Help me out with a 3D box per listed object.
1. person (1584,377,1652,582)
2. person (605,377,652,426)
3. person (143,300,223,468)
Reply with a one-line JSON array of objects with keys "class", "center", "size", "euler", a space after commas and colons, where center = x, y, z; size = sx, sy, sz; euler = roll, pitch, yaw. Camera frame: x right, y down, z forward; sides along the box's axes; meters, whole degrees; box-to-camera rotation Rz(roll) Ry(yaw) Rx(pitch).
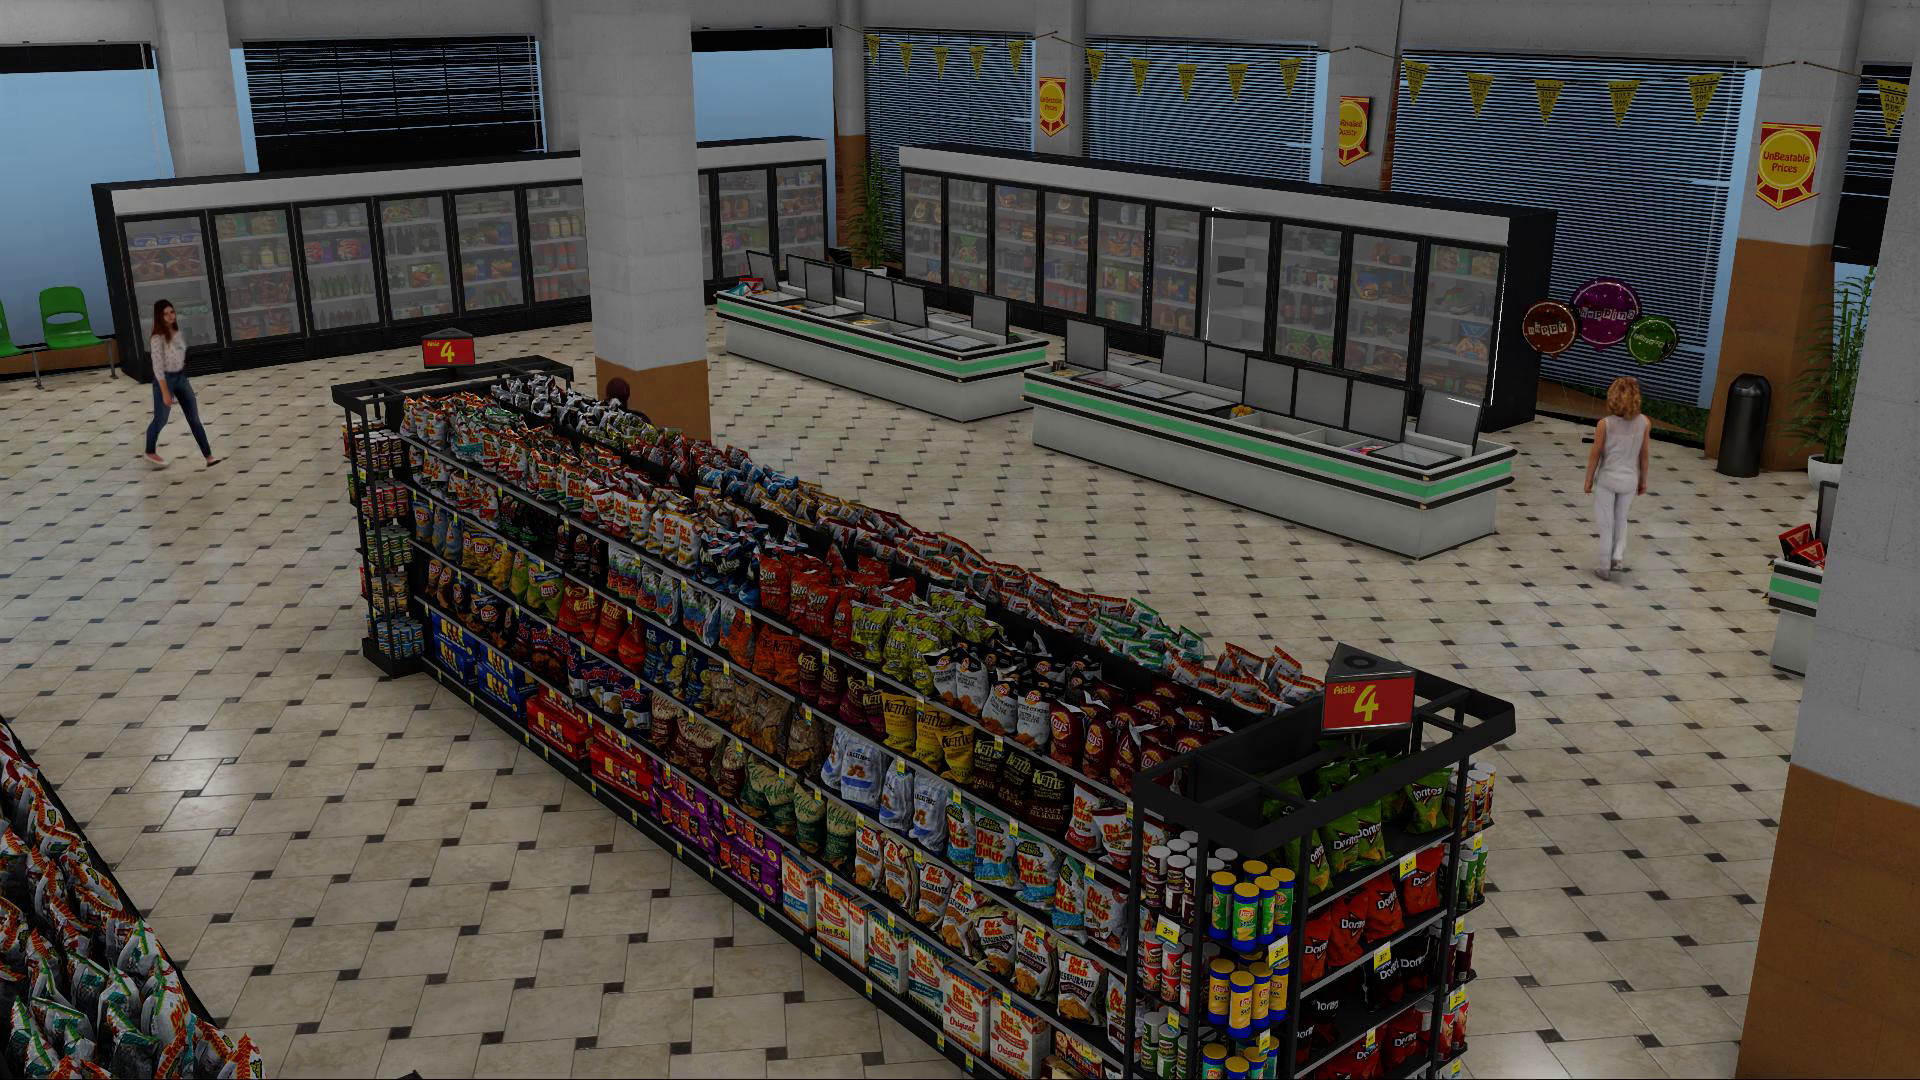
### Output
[{"class": "person", "center": [5.252, -0.457, 13.231], "size": [0.725, 1.663, 0.770], "euler": [0, 19, 1]}, {"class": "person", "center": [-2.467, -0.314, 12.623], "size": [0.742, 1.782, 1.192], "euler": [-17, 25, -41]}, {"class": "person", "center": [-7.813, -1.508, 16.308], "size": [1.227, 1.689, 0.983], "euler": [5, 19, 15]}]
